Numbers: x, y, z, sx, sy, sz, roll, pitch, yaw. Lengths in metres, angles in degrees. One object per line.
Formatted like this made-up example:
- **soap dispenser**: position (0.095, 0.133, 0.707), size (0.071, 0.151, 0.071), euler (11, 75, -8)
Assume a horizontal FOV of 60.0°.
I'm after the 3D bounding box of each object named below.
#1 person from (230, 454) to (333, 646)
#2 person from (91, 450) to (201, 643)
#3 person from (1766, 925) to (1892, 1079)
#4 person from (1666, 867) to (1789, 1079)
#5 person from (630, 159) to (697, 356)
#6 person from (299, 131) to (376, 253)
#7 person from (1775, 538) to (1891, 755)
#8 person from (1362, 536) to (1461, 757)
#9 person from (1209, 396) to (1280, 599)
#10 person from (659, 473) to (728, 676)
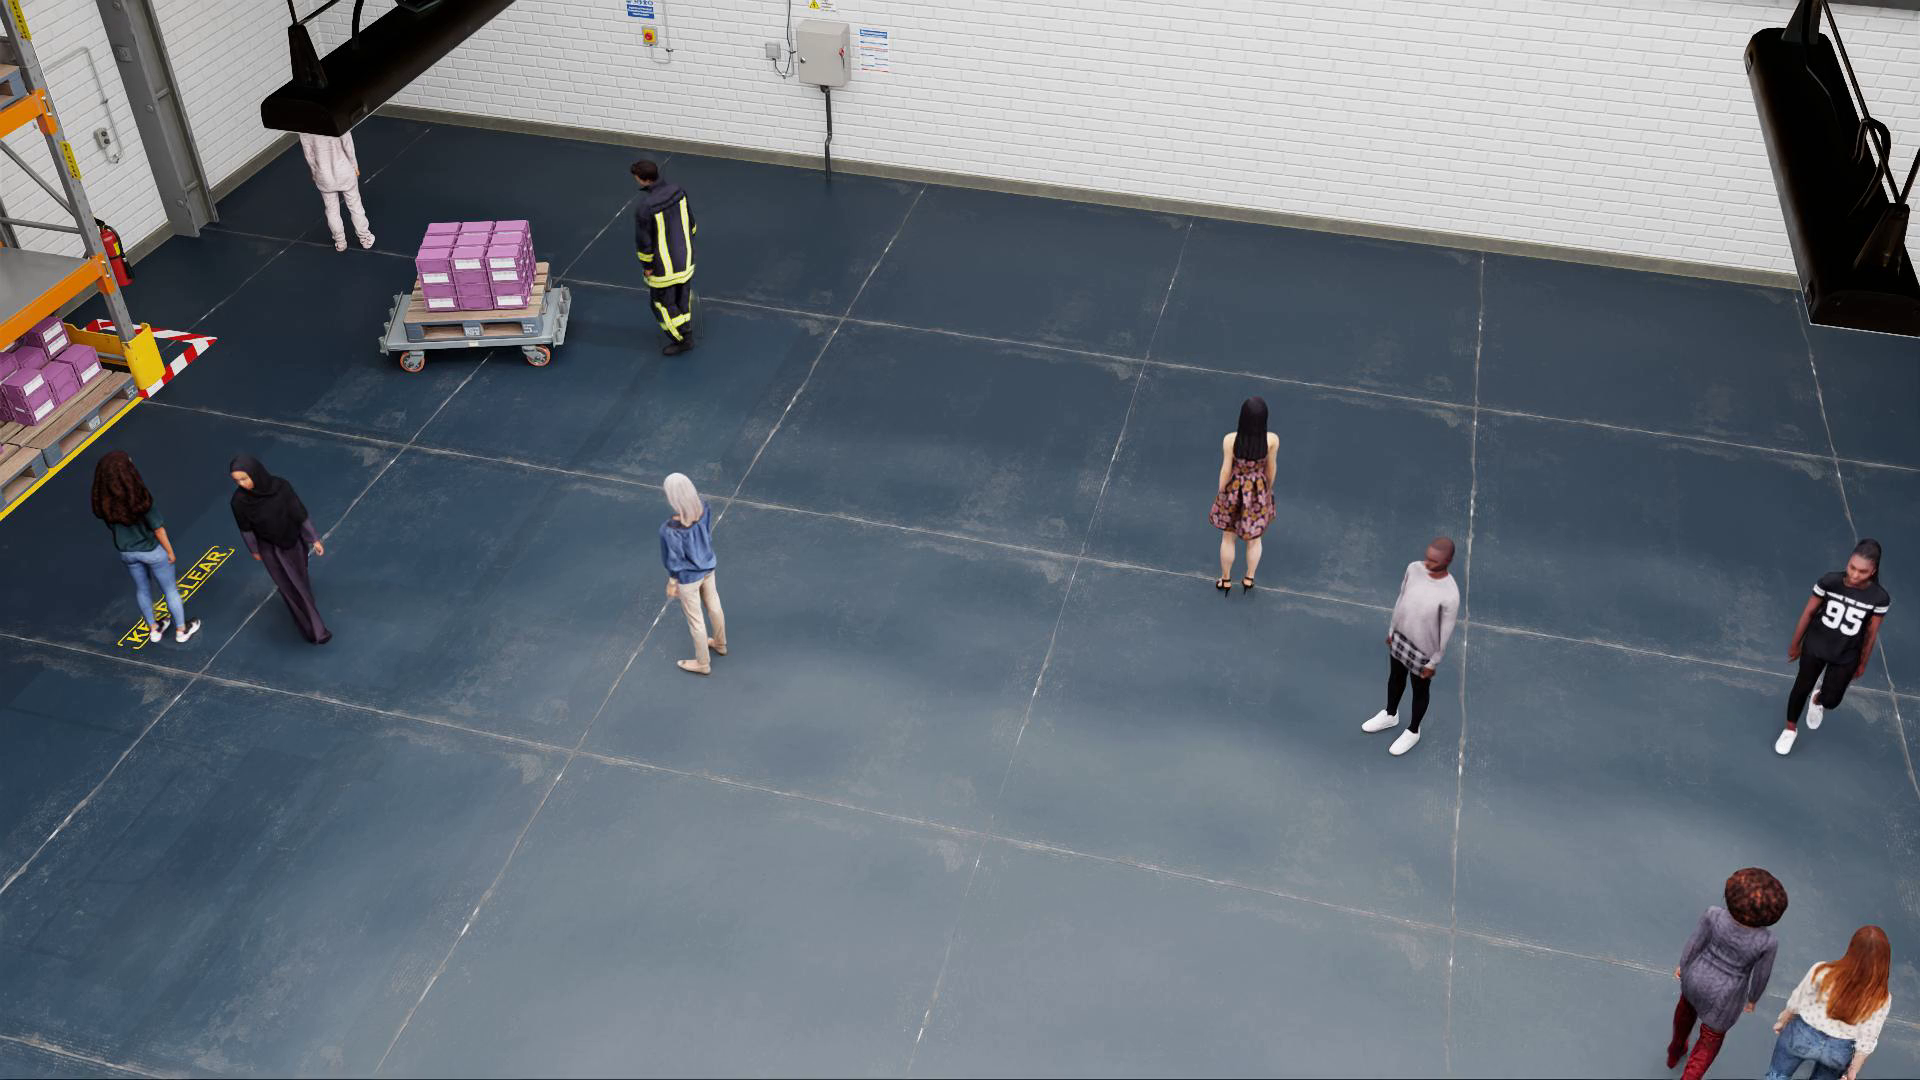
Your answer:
- **person**: position (-4.997, -0.034, 12.178), size (1.112, 1.587, 1.044), euler (-31, 48, -33)
- **person**: position (-5.918, 0.063, 12.036), size (0.633, 1.612, 0.634), euler (2, 39, 2)
- **person**: position (4.458, 2.670, 8.690), size (0.776, 1.713, 1.004), euler (26, 46, 29)
- **person**: position (4.035, 2.466, 8.966), size (0.848, 1.687, 1.084), euler (27, 46, 30)
- **person**: position (-2.646, -2.597, 15.134), size (0.958, 1.903, 1.079), euler (-22, 44, -25)
- **person**: position (-6.287, -3.708, 16.695), size (0.726, 1.691, 0.723), euler (-8, 39, -9)
- **person**: position (5.860, 0.694, 11.159), size (0.761, 1.721, 0.836), euler (23, 44, 26)
- **person**: position (3.076, 0.678, 11.136), size (0.744, 1.774, 0.692), euler (-21, 43, -25)
- **person**: position (2.118, -0.316, 12.382), size (0.739, 1.773, 0.757), euler (0, 39, 0)
- **person**: position (-1.880, 0.225, 11.760), size (0.718, 1.703, 0.572), euler (18, 42, 21)
